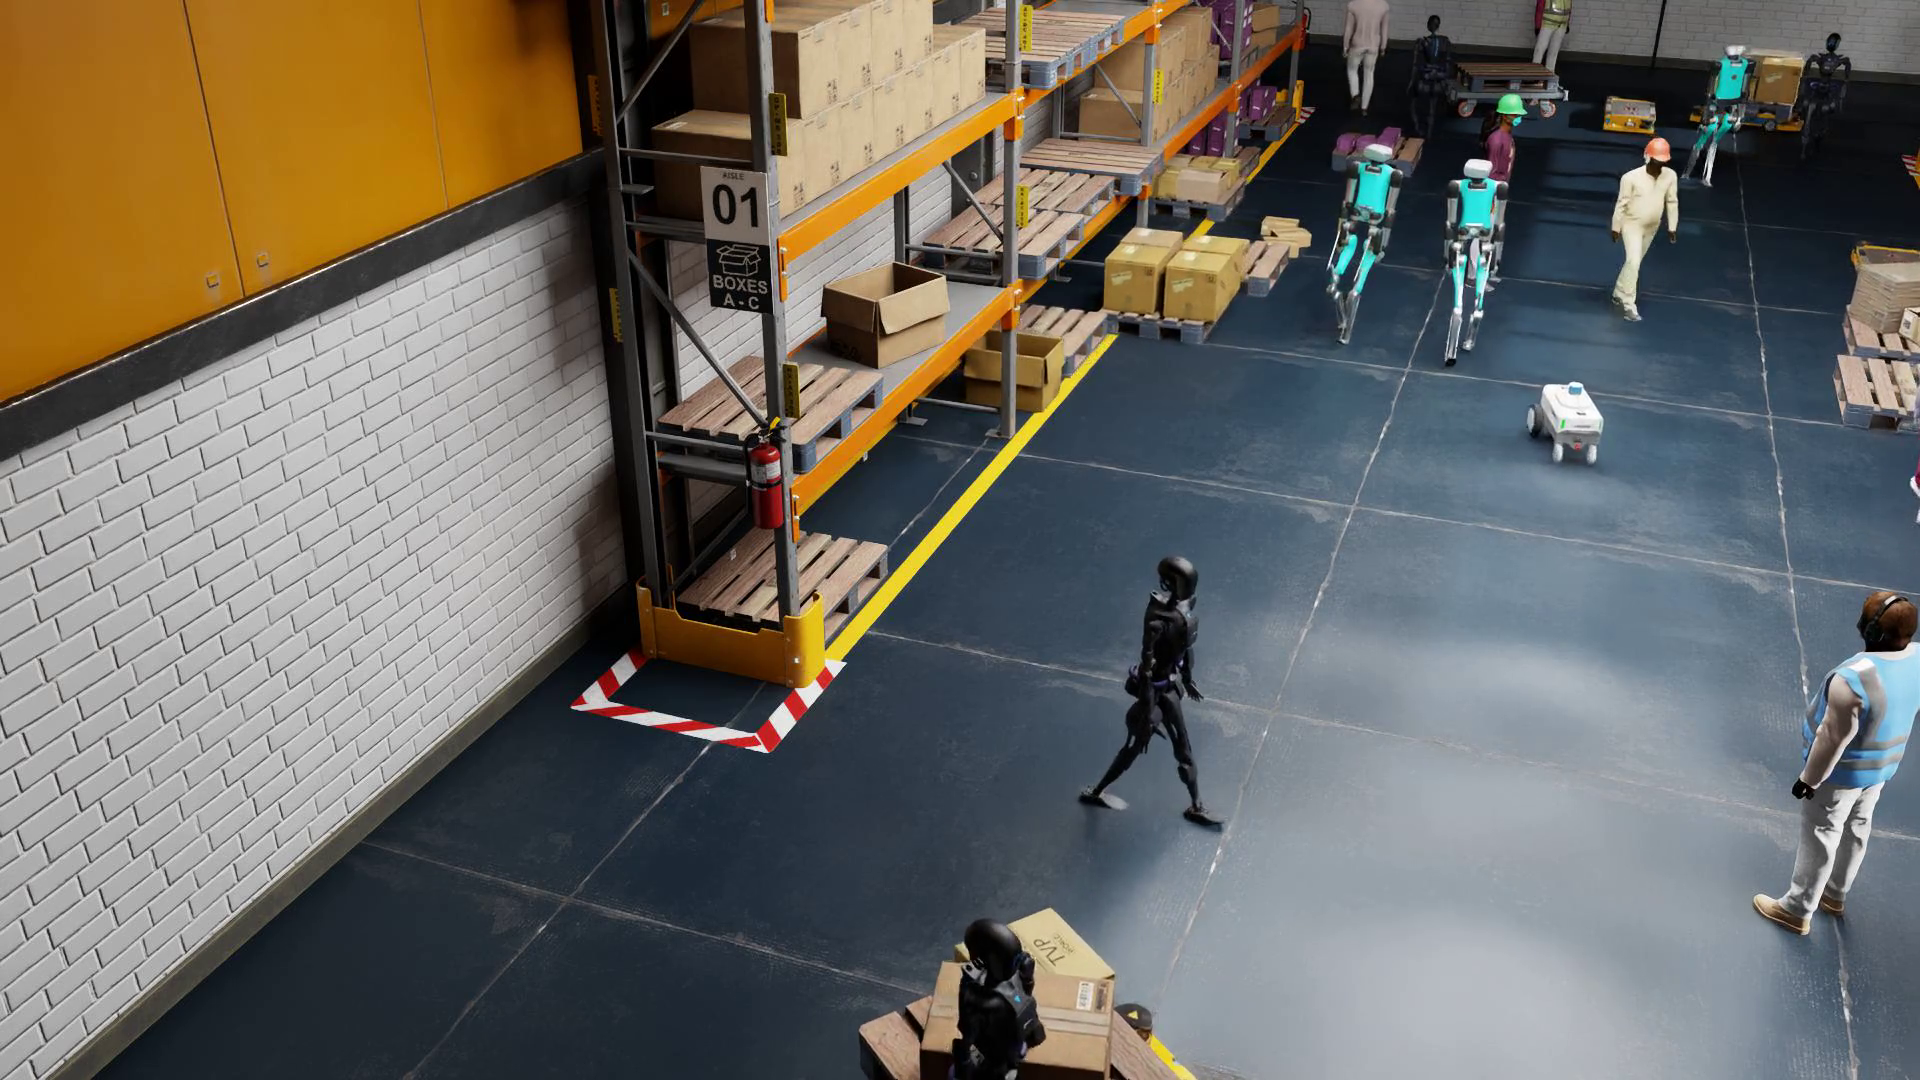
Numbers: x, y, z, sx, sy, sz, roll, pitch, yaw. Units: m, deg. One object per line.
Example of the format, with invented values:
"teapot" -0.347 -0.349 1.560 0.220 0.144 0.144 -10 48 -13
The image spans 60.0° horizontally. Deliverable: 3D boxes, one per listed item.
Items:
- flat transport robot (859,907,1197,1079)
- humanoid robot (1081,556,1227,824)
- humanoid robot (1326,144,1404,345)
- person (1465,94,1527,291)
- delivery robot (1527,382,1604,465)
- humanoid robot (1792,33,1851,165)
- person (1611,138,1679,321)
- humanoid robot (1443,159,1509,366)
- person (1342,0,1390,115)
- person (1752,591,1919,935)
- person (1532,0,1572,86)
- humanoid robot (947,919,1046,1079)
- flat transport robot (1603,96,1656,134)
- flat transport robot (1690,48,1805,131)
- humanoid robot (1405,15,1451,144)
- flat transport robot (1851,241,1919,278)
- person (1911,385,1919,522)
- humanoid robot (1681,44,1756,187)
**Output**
"flat transport robot" 0.348 2.455 6.988 1.431 0.231 0.659 -15 31 -27
"humanoid robot" 1.052 0.788 8.741 0.804 1.615 0.598 15 31 27
"humanoid robot" 3.656 -2.672 15.441 0.546 1.883 0.808 18 32 31
"person" 5.361 -3.500 16.706 0.424 1.949 0.499 15 31 26
"delivery robot" 4.885 -0.970 13.310 0.499 0.586 0.764 2 27 5
"humanoid robot" 10.981 -5.645 21.203 0.608 1.640 0.698 14 30 25
"person" 6.605 -2.983 15.956 0.576 1.716 0.817 -7 28 -12
"humanoid robot" 4.559 -2.411 14.927 0.569 1.882 0.793 9 29 16
"person" 5.706 -6.963 23.461 0.646 1.916 0.491 1 27 1
"person" 4.239 1.066 7.969 0.626 1.844 0.429 -14 30 -25
"person" 8.955 -7.771 25.109 0.635 1.840 0.429 -10 29 -18
"humanoid robot" 0.156 2.073 6.197 0.345 1.653 0.585 14 31 26
"flat transport robot" 9.368 -5.942 23.277 0.659 0.231 1.431 9 29 17
"flat transport robot" 11.026 -5.940 23.272 1.431 0.231 0.659 13 30 24
"humanoid robot" 6.217 -6.098 22.033 0.608 1.646 0.346 -6 28 -12
"flat transport robot" 9.581 -2.749 17.083 0.659 0.231 1.431 10 29 19
"person" 7.253 -0.942 12.131 0.507 1.599 0.723 21 34 35
"humanoid robot" 9.118 -5.116 20.176 0.557 1.872 0.824 -1 27 -1
